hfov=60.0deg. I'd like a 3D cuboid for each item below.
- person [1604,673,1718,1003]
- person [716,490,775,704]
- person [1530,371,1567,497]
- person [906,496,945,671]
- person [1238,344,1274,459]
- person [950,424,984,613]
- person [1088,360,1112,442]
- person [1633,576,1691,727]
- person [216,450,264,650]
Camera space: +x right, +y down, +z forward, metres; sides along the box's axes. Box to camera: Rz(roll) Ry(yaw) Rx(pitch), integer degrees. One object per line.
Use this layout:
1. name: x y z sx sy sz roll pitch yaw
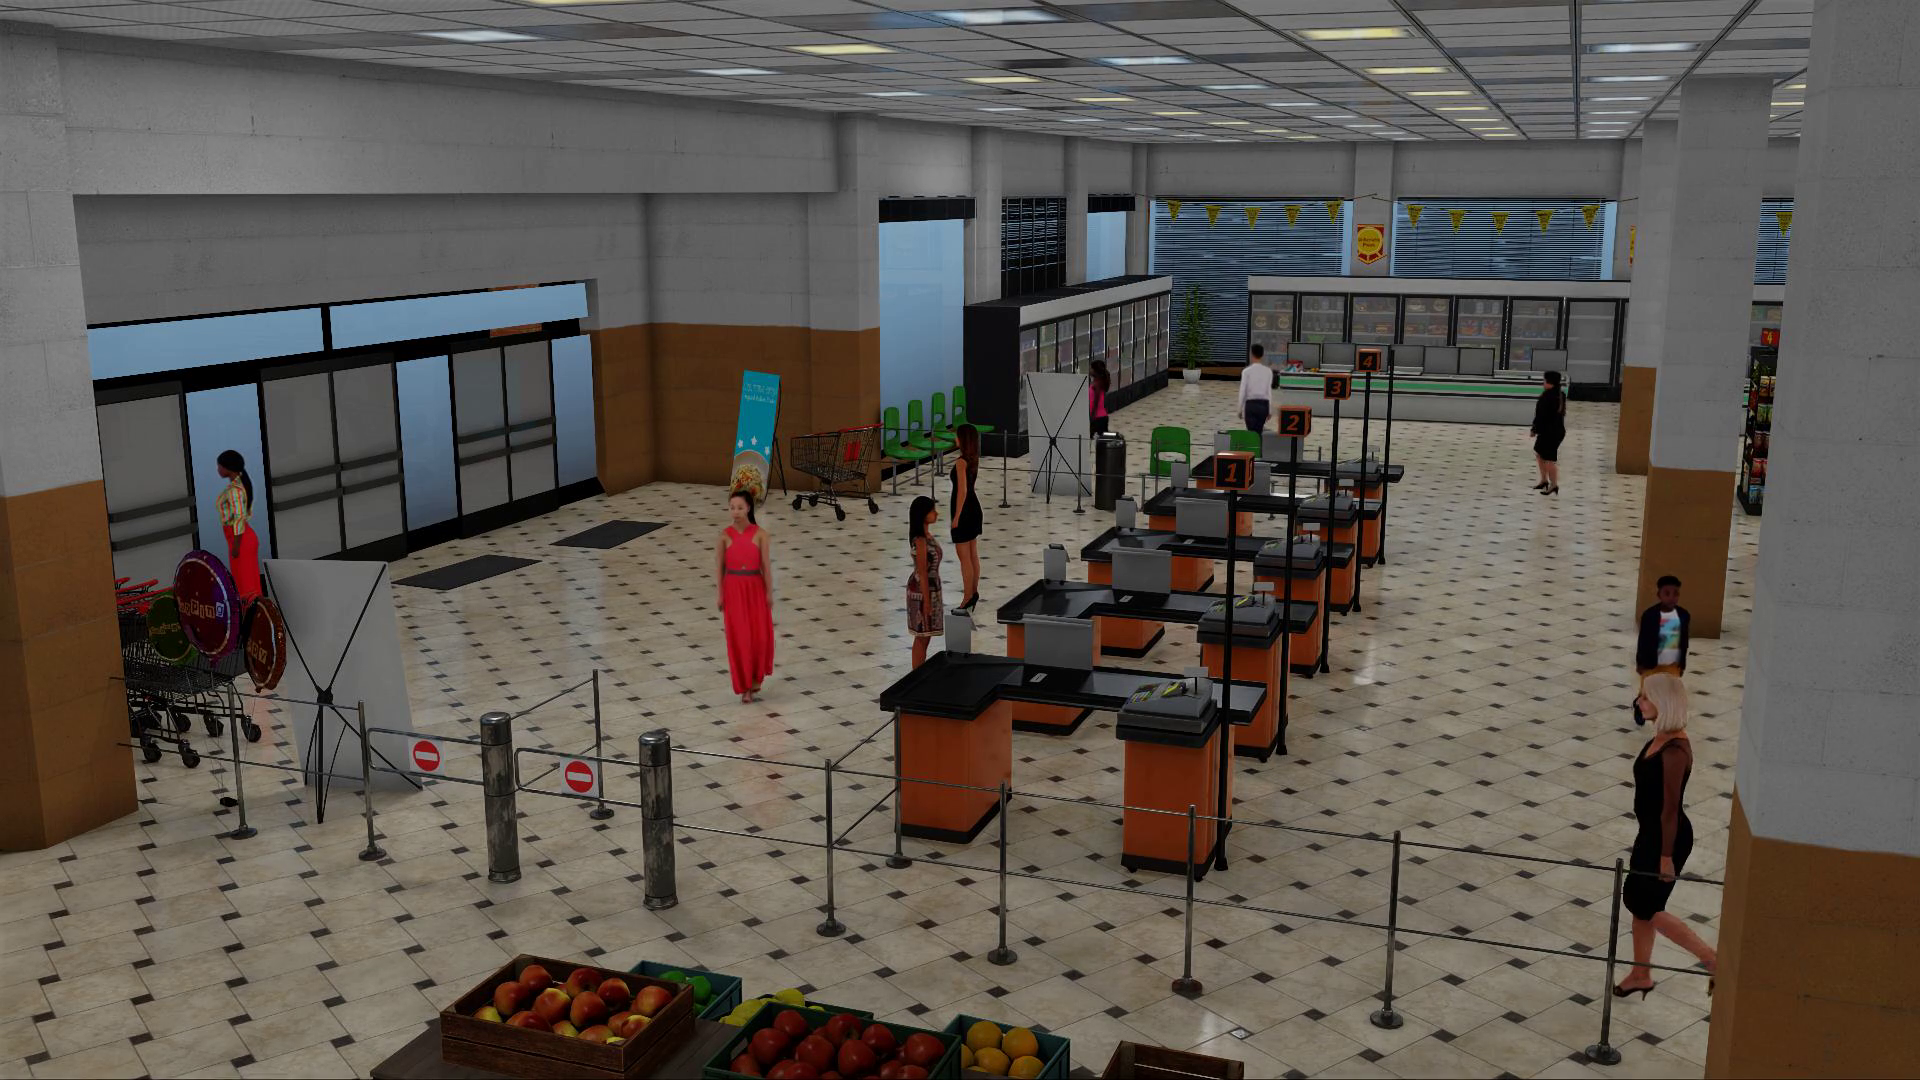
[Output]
1. person: 3.539 1.509 8.183 0.813 1.728 0.592 5 13 21
2. person: -1.701 0.446 13.274 0.711 1.712 0.781 0 12 0
3. person: 7.934 -1.400 22.168 0.808 1.658 0.802 10 16 41
4. person: -0.296 0.454 13.397 0.665 1.645 0.717 0 12 -1
5. person: 4.295 -1.865 23.933 1.246 1.842 1.095 -2 12 -10
6. person: 0.056 -0.212 16.100 0.506 1.835 0.566 4 13 19
7. person: 2.024 -1.640 23.285 1.158 1.669 0.807 0 12 2
8. person: 5.202 0.869 12.363 0.785 1.258 0.701 1 12 4
9. person: -6.395 0.080 14.812 0.704 1.793 0.688 -3 12 -13
